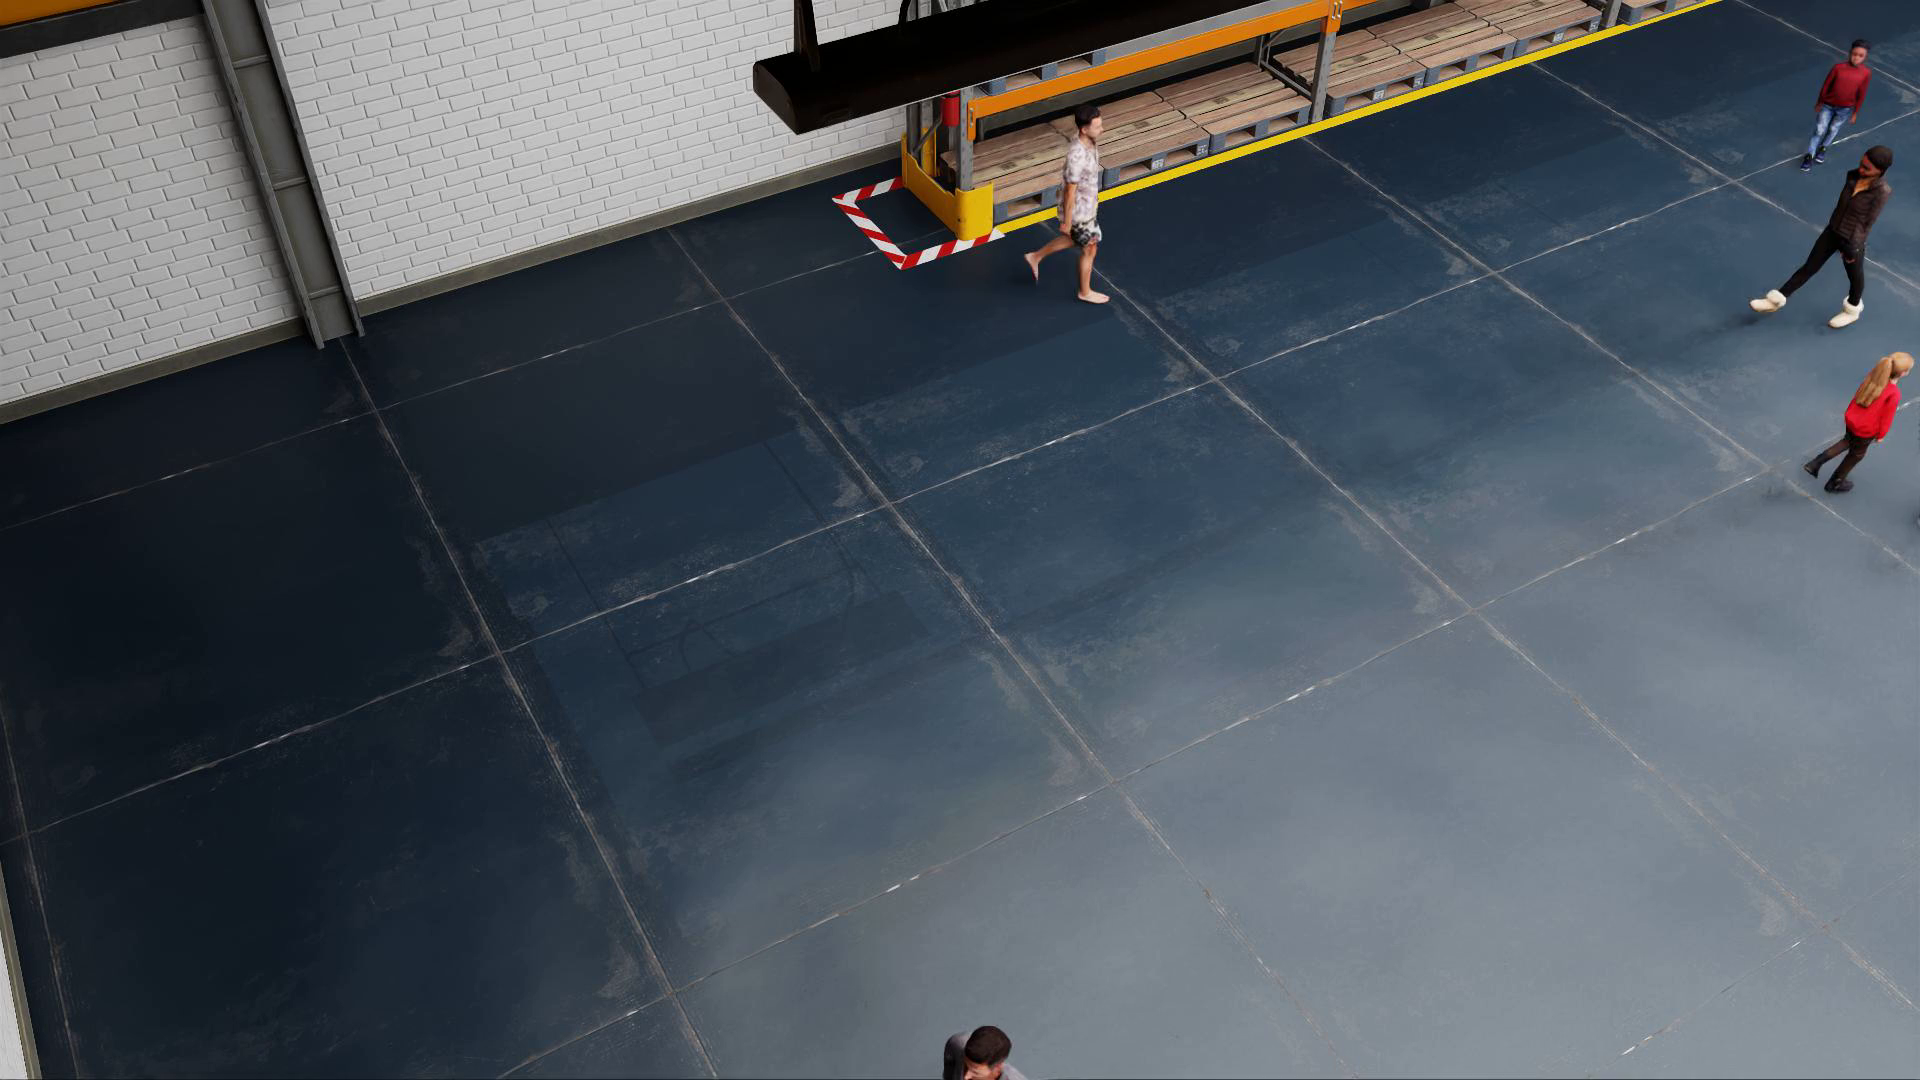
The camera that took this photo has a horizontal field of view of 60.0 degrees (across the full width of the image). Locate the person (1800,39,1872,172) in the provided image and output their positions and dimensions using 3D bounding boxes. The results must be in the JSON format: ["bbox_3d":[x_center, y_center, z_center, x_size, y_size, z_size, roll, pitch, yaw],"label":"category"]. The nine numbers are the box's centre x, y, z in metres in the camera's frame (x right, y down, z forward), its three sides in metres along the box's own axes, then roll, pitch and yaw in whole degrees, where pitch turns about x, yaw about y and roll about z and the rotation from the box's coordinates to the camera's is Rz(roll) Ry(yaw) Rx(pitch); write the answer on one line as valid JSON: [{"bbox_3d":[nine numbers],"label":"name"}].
[{"bbox_3d":[8.172,-4.089,15.470,0.753,1.237,0.850,17,46,17],"label":"person"}]

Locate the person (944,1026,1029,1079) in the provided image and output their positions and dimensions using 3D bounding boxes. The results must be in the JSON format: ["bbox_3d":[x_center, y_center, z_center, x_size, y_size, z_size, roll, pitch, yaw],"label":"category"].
[{"bbox_3d":[0.126,2.774,7.804,0.781,1.874,0.758,31,51,28],"label":"person"}]

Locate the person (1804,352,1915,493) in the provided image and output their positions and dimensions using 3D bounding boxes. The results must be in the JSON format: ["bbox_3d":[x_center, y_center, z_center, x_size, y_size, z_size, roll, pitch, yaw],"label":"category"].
[{"bbox_3d":[6.487,-0.832,12.024,0.709,1.273,0.614,-11,45,-12],"label":"person"}]

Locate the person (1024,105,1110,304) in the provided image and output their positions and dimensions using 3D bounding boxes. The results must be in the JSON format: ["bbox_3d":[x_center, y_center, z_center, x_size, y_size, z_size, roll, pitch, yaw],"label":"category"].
[{"bbox_3d":[0.893,-2.773,13.688,1.121,1.790,1.036,8,44,8],"label":"person"}]

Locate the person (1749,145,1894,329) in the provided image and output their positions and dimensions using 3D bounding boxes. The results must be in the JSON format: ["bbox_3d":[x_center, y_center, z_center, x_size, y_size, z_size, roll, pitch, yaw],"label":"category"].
[{"bbox_3d":[7.029,-2.392,13.407,0.746,1.625,1.154,-21,48,-21],"label":"person"}]
